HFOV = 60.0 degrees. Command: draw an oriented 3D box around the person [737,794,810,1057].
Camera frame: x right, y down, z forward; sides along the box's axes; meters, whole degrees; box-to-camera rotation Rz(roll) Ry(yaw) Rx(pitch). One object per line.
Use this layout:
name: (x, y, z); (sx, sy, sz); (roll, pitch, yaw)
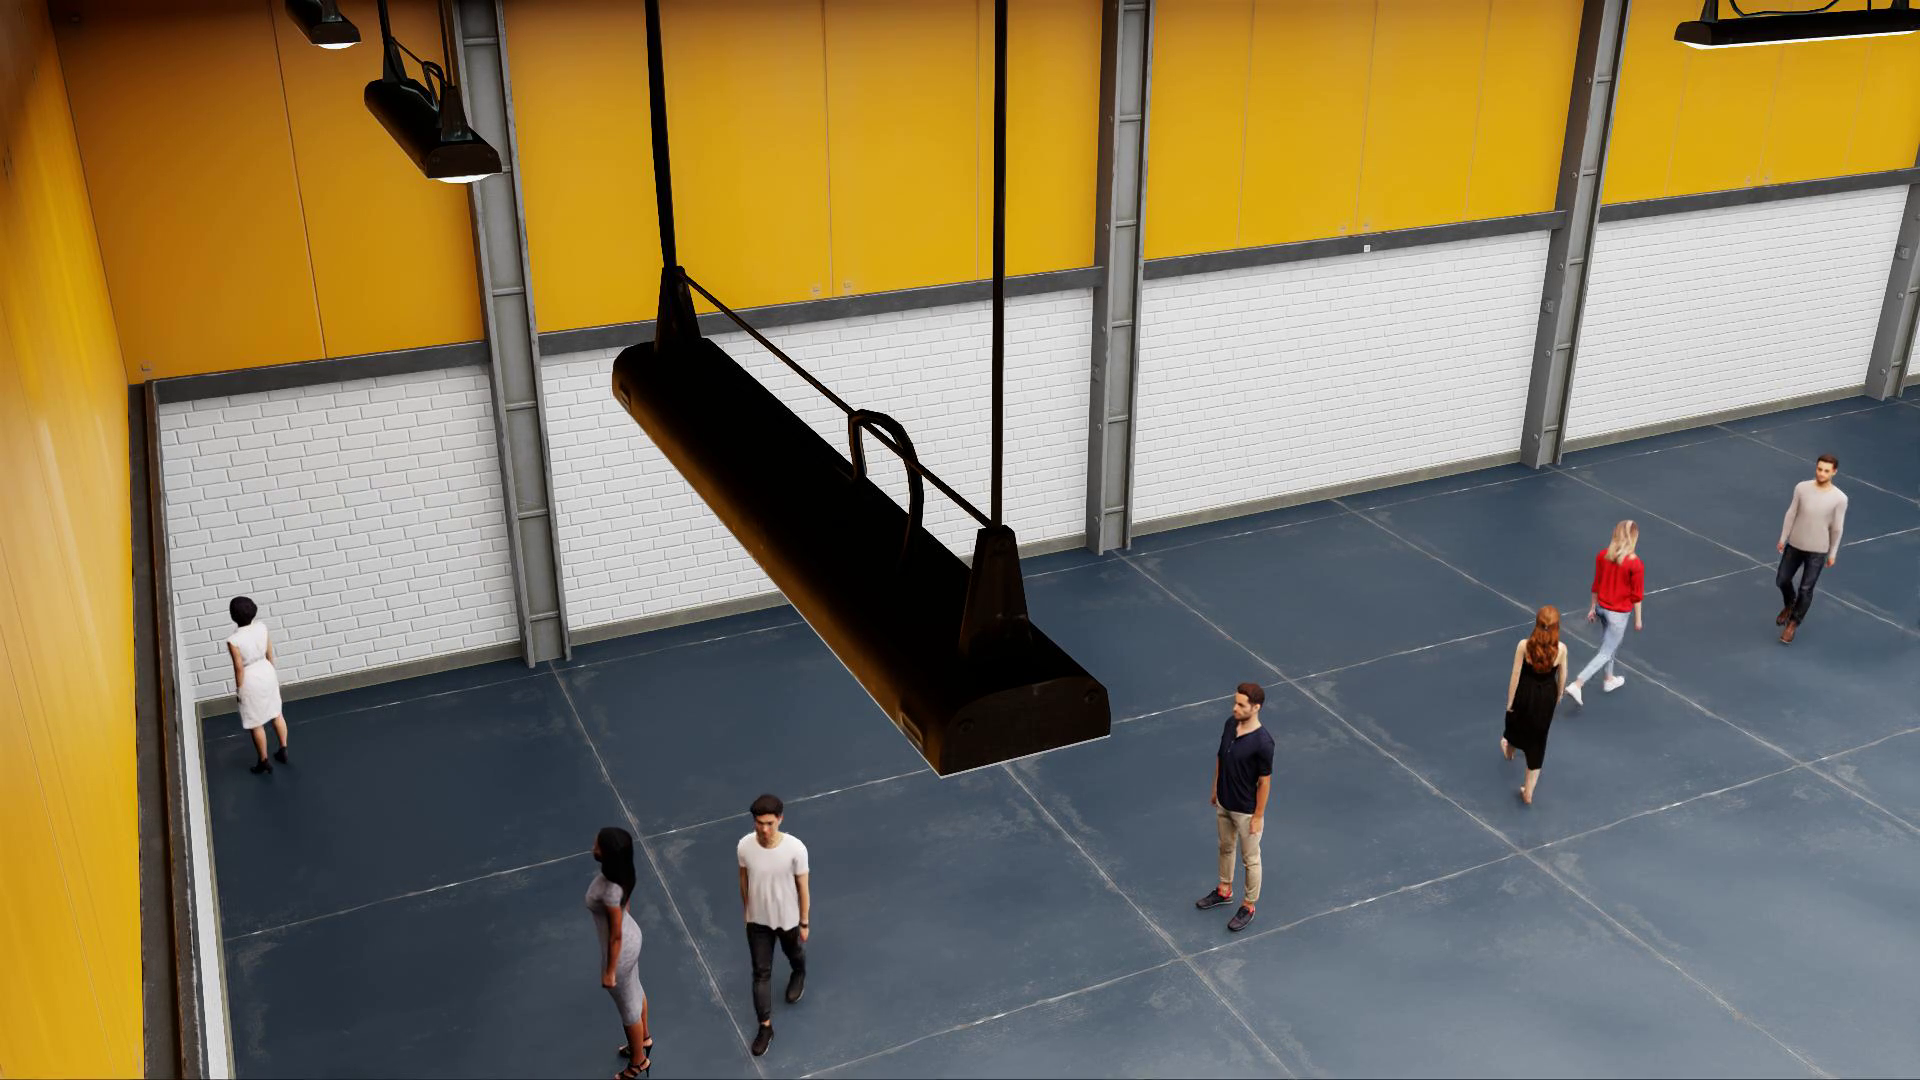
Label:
person: (-1.136, 2.327, 10.563); (1.108, 1.688, 1.055); (3, 24, 7)

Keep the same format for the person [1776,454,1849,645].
person: (7.956, 0.044, 15.568); (0.828, 1.863, 0.897); (19, 30, 37)

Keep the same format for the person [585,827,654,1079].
person: (-2.039, 2.498, 10.057); (0.657, 1.781, 0.660); (0, 24, 1)

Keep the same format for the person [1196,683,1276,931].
person: (1.948, 1.813, 11.526); (0.577, 1.859, 0.666); (-16, 28, -32)

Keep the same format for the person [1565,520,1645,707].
person: (5.604, 0.662, 14.384); (1.093, 1.679, 0.666); (-13, 27, -26)

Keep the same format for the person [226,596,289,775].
person: (-5.669, 1.157, 13.404); (0.702, 1.556, 0.628); (11, 26, 23)

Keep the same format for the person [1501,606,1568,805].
person: (4.504, 1.315, 13.013); (1.083, 1.581, 1.037); (4, 24, 8)
